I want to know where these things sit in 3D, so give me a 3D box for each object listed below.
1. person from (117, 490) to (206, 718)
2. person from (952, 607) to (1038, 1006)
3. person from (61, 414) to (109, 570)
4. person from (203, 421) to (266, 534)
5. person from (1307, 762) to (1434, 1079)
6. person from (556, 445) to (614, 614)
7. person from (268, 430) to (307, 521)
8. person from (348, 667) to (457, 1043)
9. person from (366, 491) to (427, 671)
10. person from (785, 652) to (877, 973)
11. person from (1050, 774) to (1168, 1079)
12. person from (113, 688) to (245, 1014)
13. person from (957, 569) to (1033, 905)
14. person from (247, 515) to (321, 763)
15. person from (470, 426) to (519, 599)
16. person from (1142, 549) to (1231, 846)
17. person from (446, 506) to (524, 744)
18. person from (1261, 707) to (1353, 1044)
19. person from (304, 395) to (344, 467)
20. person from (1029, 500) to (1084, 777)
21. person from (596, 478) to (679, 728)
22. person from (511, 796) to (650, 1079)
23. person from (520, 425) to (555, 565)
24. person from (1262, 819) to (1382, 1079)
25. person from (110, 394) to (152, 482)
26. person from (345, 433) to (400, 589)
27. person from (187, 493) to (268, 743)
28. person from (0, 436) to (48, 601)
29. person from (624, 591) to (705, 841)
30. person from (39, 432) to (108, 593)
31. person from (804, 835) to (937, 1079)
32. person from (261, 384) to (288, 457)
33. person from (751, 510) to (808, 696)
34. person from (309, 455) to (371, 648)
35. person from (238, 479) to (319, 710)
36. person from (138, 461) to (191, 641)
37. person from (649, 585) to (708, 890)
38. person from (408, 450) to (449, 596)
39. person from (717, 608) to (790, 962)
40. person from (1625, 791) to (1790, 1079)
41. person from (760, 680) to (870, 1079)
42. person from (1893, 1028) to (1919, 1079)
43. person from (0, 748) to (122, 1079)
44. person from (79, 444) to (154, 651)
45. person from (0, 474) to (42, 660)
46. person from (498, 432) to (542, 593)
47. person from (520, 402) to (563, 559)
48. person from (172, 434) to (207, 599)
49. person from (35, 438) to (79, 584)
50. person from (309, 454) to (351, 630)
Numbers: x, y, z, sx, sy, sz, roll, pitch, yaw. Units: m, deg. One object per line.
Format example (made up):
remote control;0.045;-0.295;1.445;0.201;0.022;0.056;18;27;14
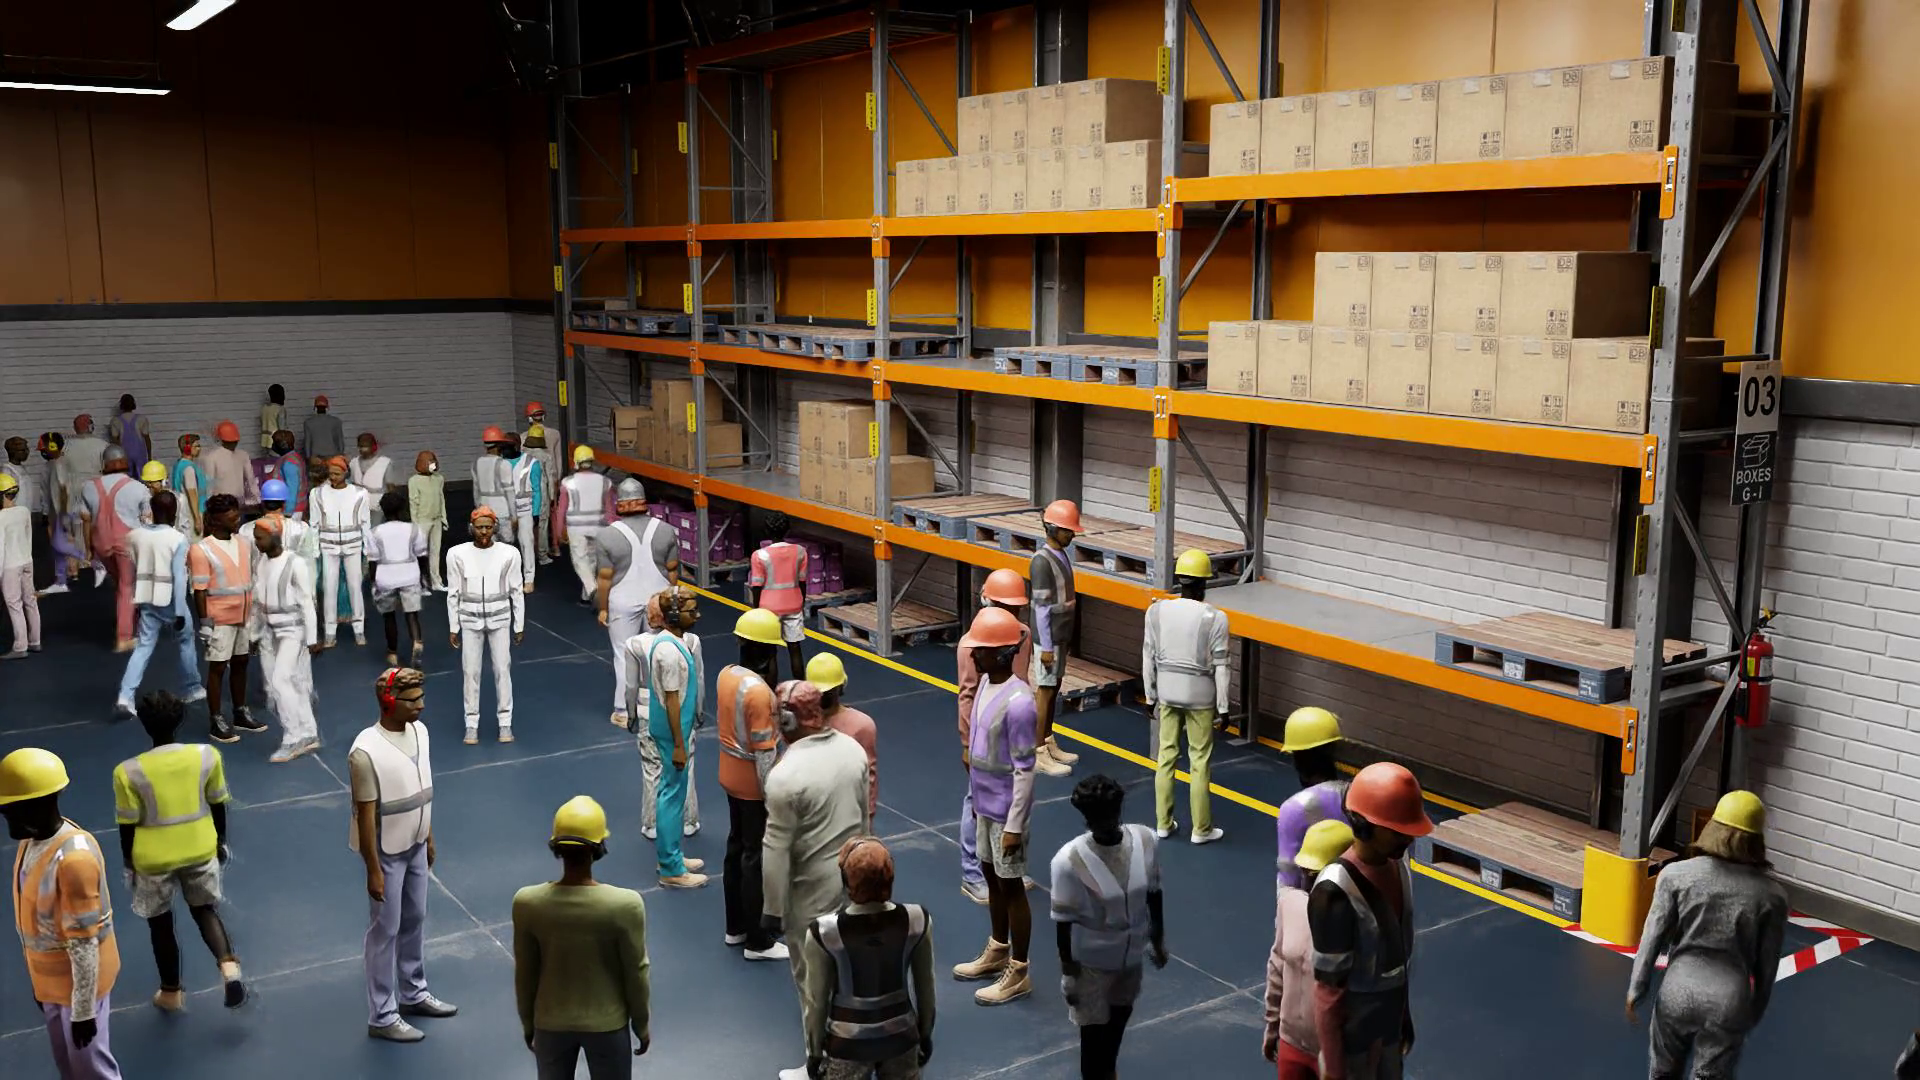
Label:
person;-6.709;0.521;13.889;0.603;1.878;0.993;3;10;15
person;0.183;1.347;8.505;0.374;2.043;0.611;-3;10;-19
person;-10.583;-0.584;20.240;0.642;1.909;0.409;-1;10;-7
person;-8.325;-0.400;19.088;1.023;1.923;0.648;3;10;16
person;1.491;1.777;6.047;0.409;2.028;0.611;8;12;38
person;-3.978;-0.108;17.780;0.629;1.798;0.801;-6;12;-33
person;-7.693;-0.345;19.032;0.429;1.844;0.625;-4;10;-22
person;-2.757;1.517;8.123;0.395;1.836;0.561;2;10;13
person;-5.137;0.387;15.243;0.538;1.674;0.725;-5;11;-27
person;-0.688;1.446;8.758;0.523;1.761;0.330;3;10;14
person;0.613;1.769;7.151;0.595;1.659;0.412;-6;11;-31
person;-3.857;1.570;8.234;0.557;1.679;0.539;9;13;43
person;0.236;1.143;9.849;0.396;1.990;0.621;8;13;41
person;-5.178;0.740;12.589;0.586;1.862;0.670;7;12;37
person;-5.164;-0.290;18.528;0.646;1.913;0.520;4;11;23
person;1.483;1.014;10.805;0.594;1.922;0.384;6;11;30
person;-3.704;0.665;13.018;0.581;1.879;0.365;-2;10;-13
person;1.520;1.661;7.099;0.634;1.886;0.498;-7;12;-36
person;-9.481;-1.285;24.801;0.573;1.749;0.343;-6;11;-31
person;0.712;0.710;12.271;0.386;2.034;0.604;3;10;16
person;-2.641;0.493;13.522;0.673;2.000;0.535;-5;11;-26
person;-1.446;1.847;6.407;0.526;1.760;0.335;1;10;3
person;-5.243;-0.555;20.589;0.492;1.732;0.324;1;10;7
person;1.335;1.884;6.158;0.301;1.772;0.525;-8;12;-38
person;-11.893;-1.179;23.911;0.507;1.847;0.343;-4;11;-24
person;-6.831;-0.344;19.194;0.608;1.774;1.014;4;10;21
person;-5.772;0.598;13.123;0.361;1.963;0.616;3;10;18
person;-10.372;-0.225;18.348;0.342;1.839;0.504;-2;10;-9
person;-1.921;1.149;10.850;0.523;1.639;0.306;-2;10;-13
person;-10.110;-0.313;18.853;0.657;1.841;0.538;-4;11;-24
person;-0.336;1.923;6.313;0.522;1.636;0.310;-3;10;-19
person;-10.185;-1.364;24.784;0.596;1.916;0.372;8;12;39
person;-1.515;0.588;13.997;0.535;1.691;0.317;-6;12;-33
person;-6.037;0.108;16.237;0.572;1.886;0.354;-3;10;-19
person;-5.730;0.455;14.018;0.616;1.945;0.404;-3;10;-16
person;-7.835;0.128;16.288;0.591;1.829;0.404;-7;12;-34
person;-1.717;1.179;10.068;0.328;1.844;0.513;-2;10;-11
person;-5.985;-0.198;18.764;0.280;1.636;0.500;5;11;29
person;-1.112;1.319;9.033;0.381;1.918;0.585;-5;11;-28
person;2.979;1.830;6.679;0.563;1.684;0.787;4;11;24
person;-0.669;1.573;7.652;0.414;1.888;0.673;6;11;31
person;3.512;1.914;5.778;0.565;1.837;0.619;1;10;9
person;-3.552;1.743;6.571;0.583;1.917;0.407;9;13;43
person;-8.125;0.016;16.322;0.709;2.000;1.007;1;10;5
person;-8.976;0.252;15.748;0.312;1.768;0.522;0;10;3
person;-5.052;-0.308;18.833;0.620;1.838;0.430;1;10;6
person;-5.305;-0.755;21.008;0.393;1.986;0.610;9;13;44
person;-8.574;-0.264;18.537;0.380;1.845;0.570;-7;12;-35
person;-10.551;-0.358;19.397;0.343;1.744;0.560;0;10;0
person;-6.479;0.021;16.958;0.496;1.813;0.530;-8;13;-39
